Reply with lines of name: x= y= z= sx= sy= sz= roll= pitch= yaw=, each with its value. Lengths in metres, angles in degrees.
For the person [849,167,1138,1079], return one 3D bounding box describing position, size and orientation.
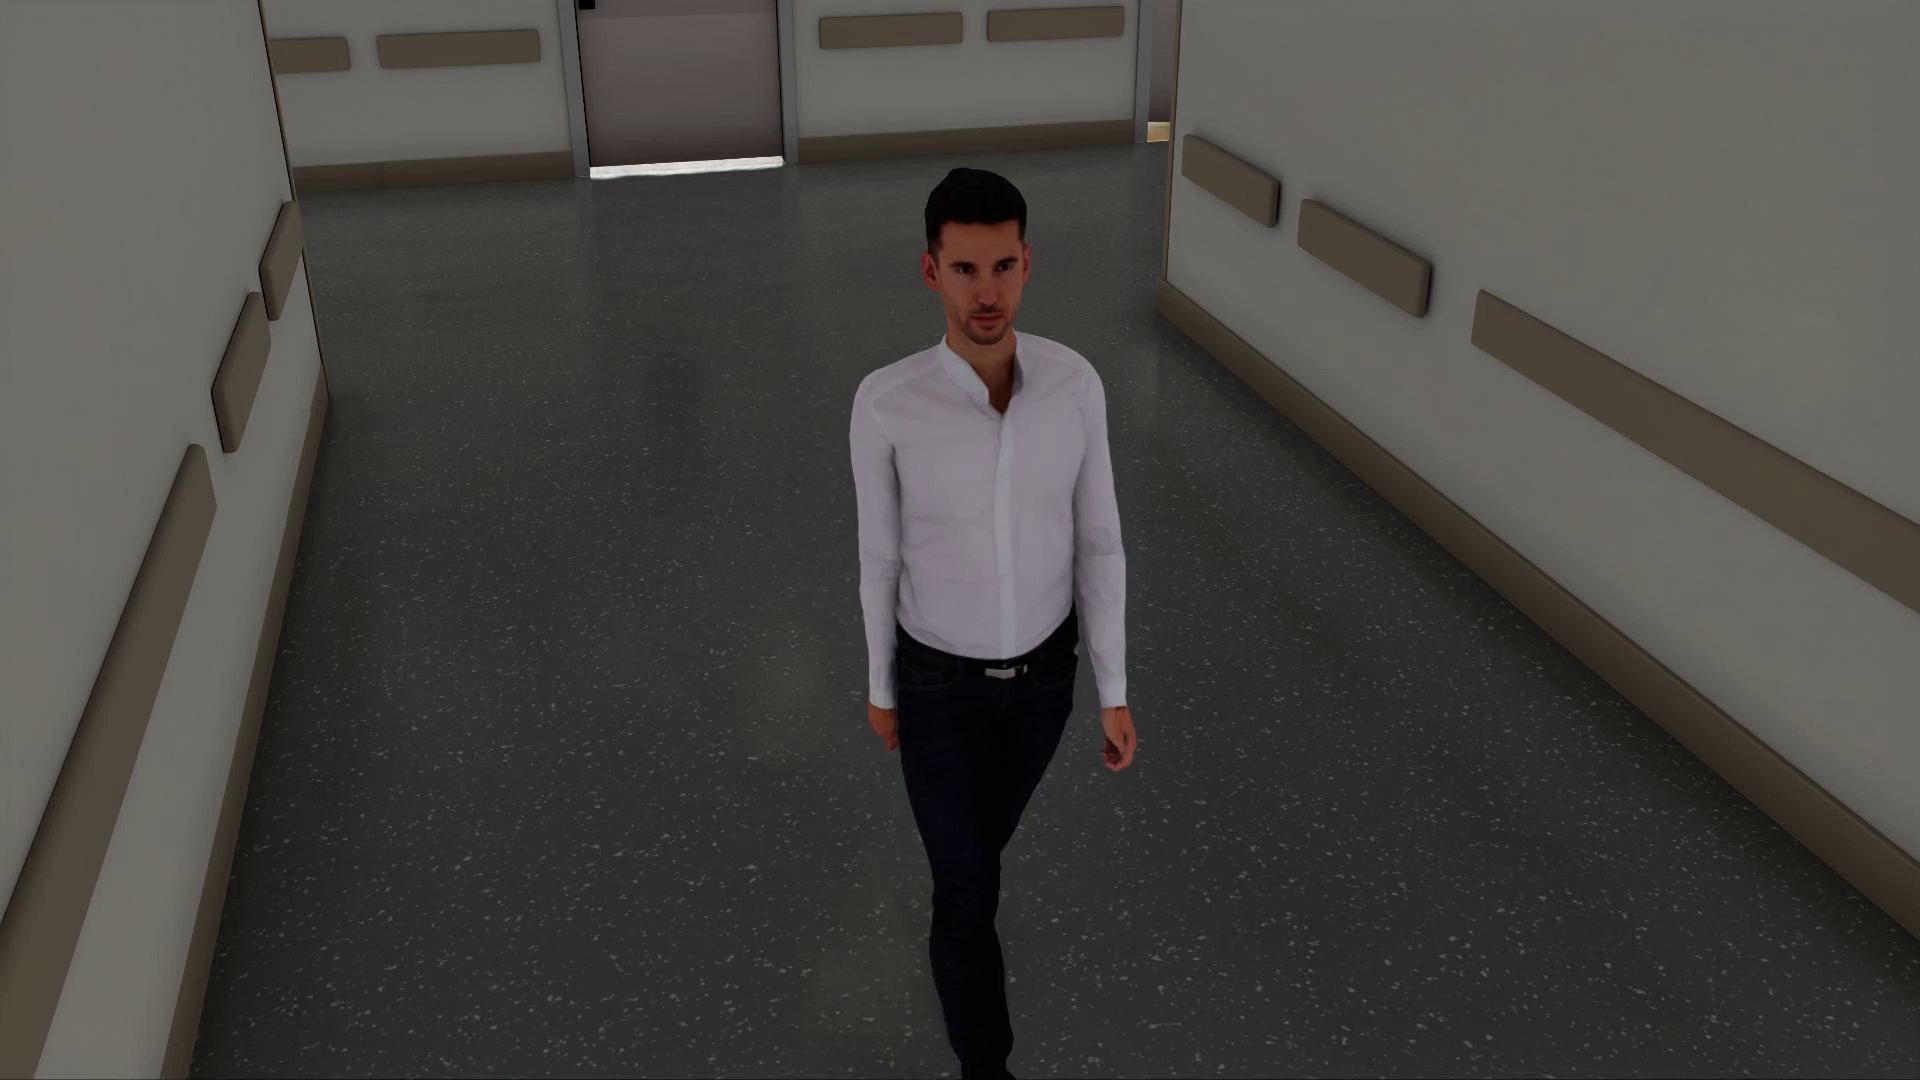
person: x=0.037 y=0.208 z=3.181 sx=1.158 sy=1.826 sz=0.711 roll=-8 pitch=27 yaw=-16
